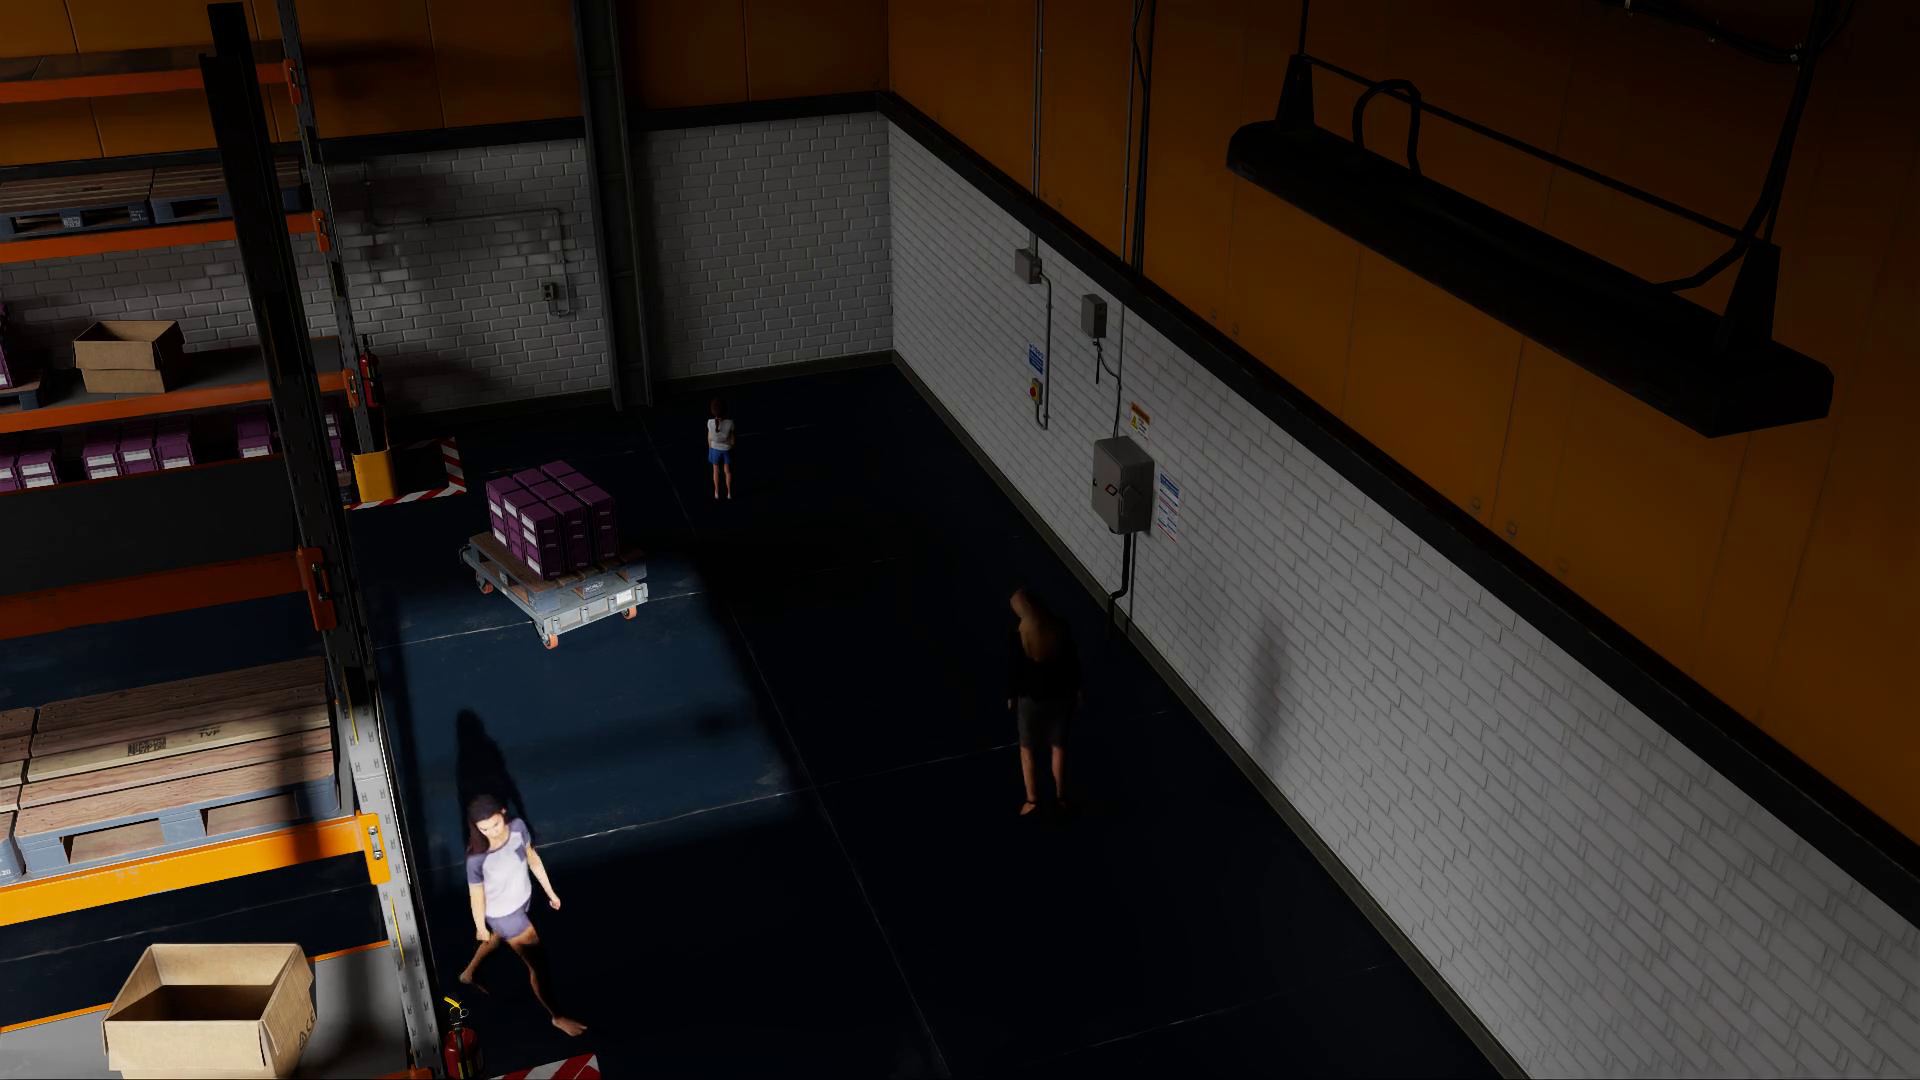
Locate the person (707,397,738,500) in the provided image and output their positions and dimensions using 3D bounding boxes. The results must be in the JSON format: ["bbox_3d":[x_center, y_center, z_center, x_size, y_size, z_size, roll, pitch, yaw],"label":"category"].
[{"bbox_3d":[-2.251,-0.866,15.657,0.423,1.020,0.520,-1,29,-2],"label":"person"}]

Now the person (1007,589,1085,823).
[{"bbox_3d":[0.639,1.124,11.187,0.563,1.807,0.786,2,29,4],"label":"person"}]

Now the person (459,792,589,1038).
[{"bbox_3d":[-2.653,2.094,9.529,1.182,1.692,1.067,8,30,15],"label":"person"}]
